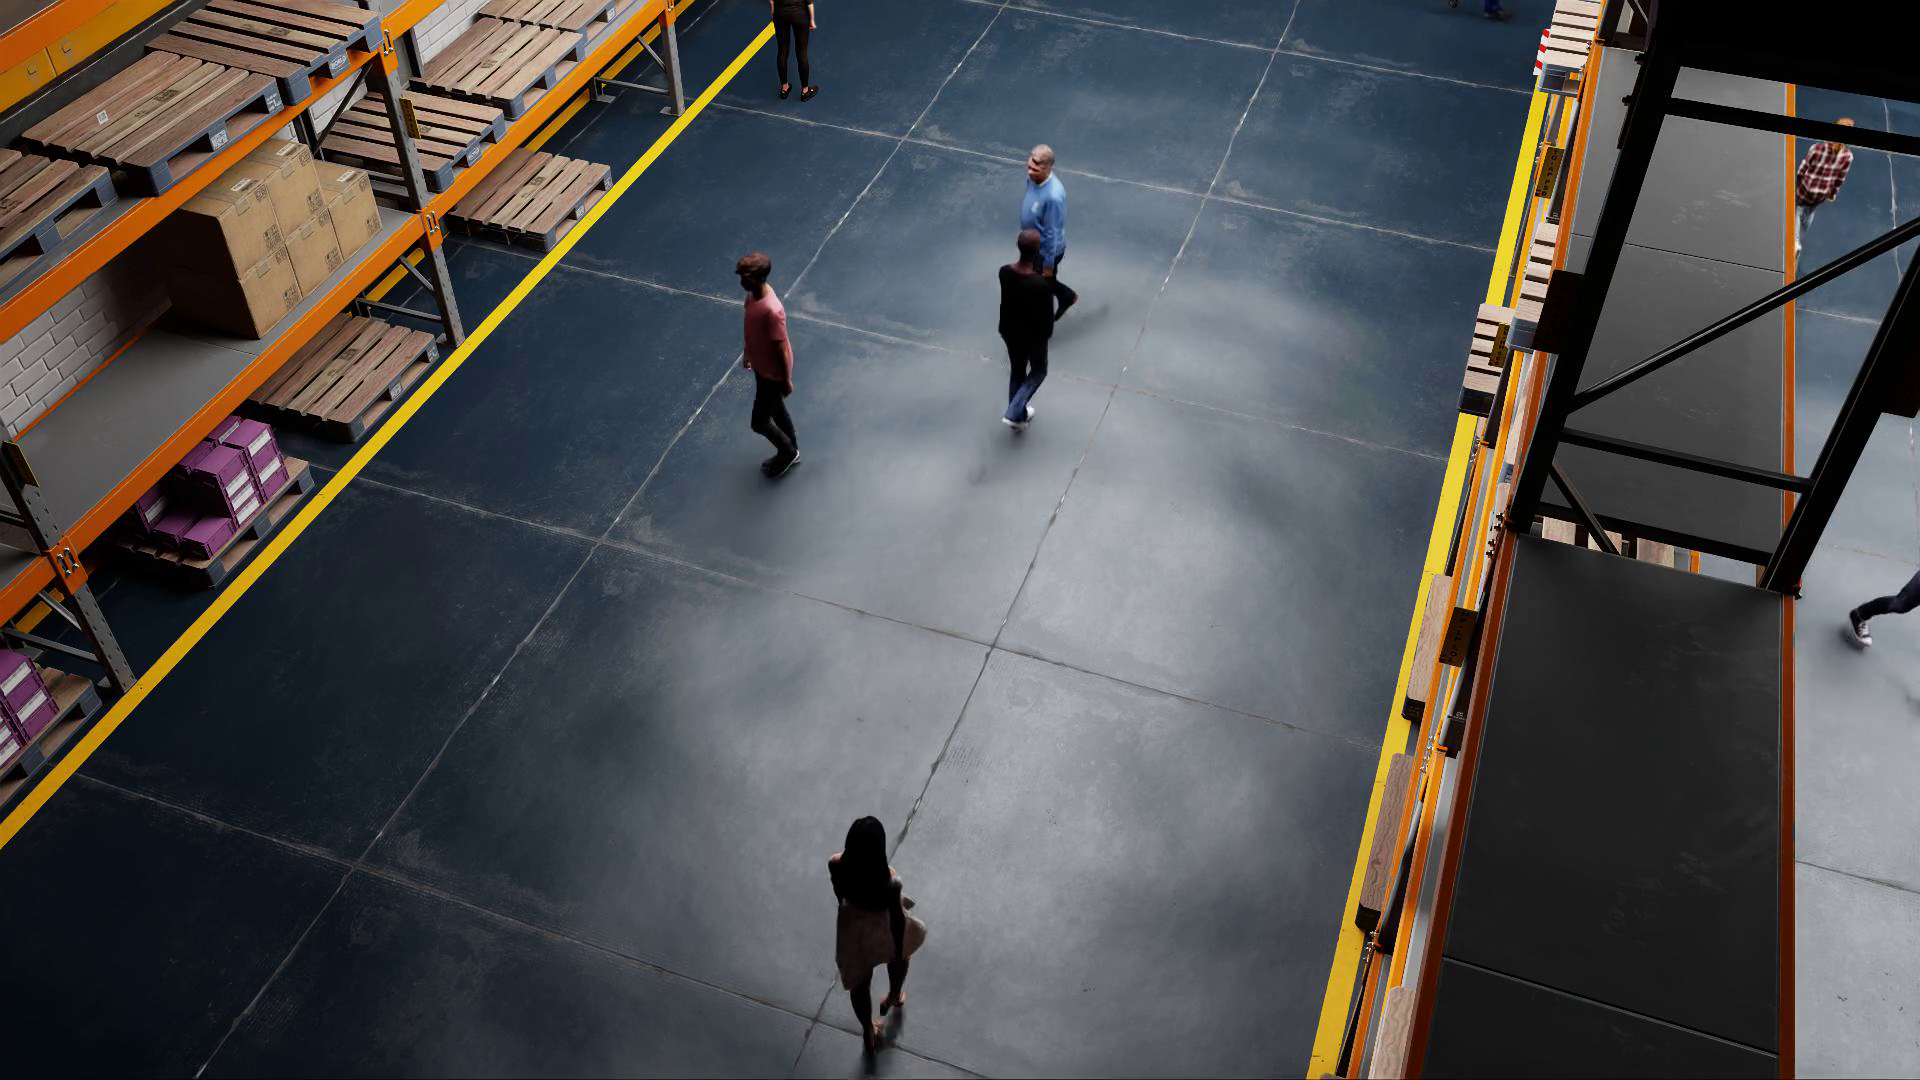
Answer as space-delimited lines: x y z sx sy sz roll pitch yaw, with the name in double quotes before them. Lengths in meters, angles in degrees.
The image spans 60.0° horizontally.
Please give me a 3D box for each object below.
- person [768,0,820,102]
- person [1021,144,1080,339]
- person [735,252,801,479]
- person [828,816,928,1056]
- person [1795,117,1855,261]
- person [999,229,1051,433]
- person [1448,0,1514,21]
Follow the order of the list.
"person" -1.645 -5.088 16.109 0.622 1.713 0.540 10 45 11
"person" 0.733 -2.375 13.204 0.992 1.792 0.932 -19 47 -18
"person" -1.266 -1.260 11.922 0.845 1.945 0.794 -19 47 -19
"person" -0.486 2.093 8.538 0.650 1.758 0.796 10 44 10
"person" 7.309 -2.979 14.201 0.566 1.291 0.821 11 45 11
"person" 0.425 -1.466 12.292 0.700 1.733 0.770 28 50 26
"person" 5.557 -6.326 17.293 0.816 1.872 0.962 20 47 19
